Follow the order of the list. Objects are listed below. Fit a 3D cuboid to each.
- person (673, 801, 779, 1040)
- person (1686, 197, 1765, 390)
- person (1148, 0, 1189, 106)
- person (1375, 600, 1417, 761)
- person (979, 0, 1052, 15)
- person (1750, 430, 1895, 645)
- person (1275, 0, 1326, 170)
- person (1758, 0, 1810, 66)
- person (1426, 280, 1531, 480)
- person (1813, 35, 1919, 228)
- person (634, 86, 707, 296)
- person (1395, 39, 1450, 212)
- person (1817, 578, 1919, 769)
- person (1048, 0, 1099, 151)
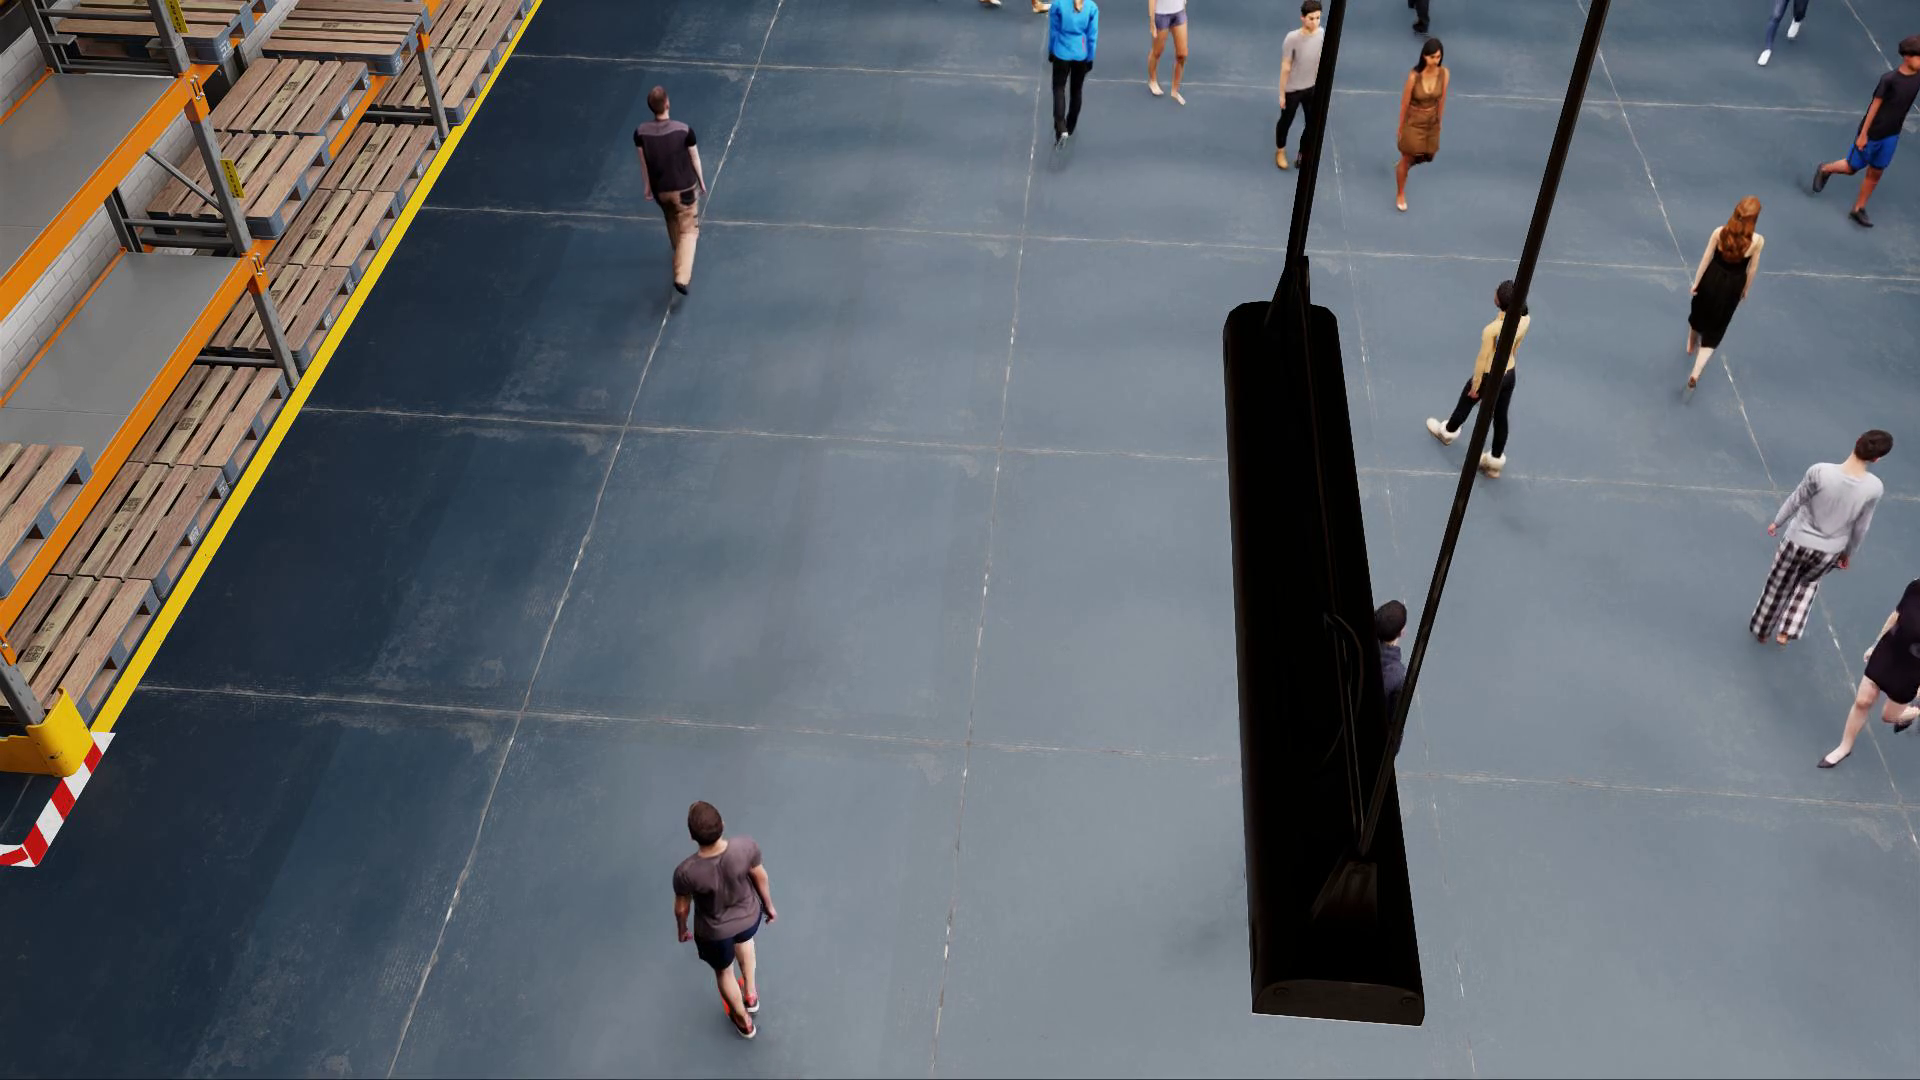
[{"bbox_3d":[-1.203,2.081,8.821,0.816,1.838,0.856,-24,48,-23],"label":"person"},{"bbox_3d":[6.038,-1.952,13.232,0.836,1.593,1.107,20,47,19],"label":"person"},{"bbox_3d":[2.033,-5.255,16.612,0.793,1.712,0.911,-15,46,-15],"label":"person"},{"bbox_3d":[2.320,1.145,9.779,1.065,1.872,1.022,-28,50,-26],"label":"person"},{"bbox_3d":[0.478,-6.551,17.955,0.863,1.737,1.125,14,45,14],"label":"person"},{"bbox_3d":[5.626,0.073,10.938,0.763,1.825,0.801,11,45,11],"label":"person"},{"bbox_3d":[3.161,-4.293,15.608,0.736,1.705,0.848,-8,44,-8],"label":"person"},{"bbox_3d":[8.695,-5.819,17.207,0.916,1.709,1.113,24,49,23],"label":"person"},{"bbox_3d":[4.028,-1.162,12.377,0.871,1.628,1.058,-14,45,-14],"label":"person"},{"bbox_3d":[8.218,-3.727,14.961,0.784,1.779,1.086,-8,44,-8],"label":"person"},{"bbox_3d":[-2.447,-2.945,14.117,0.735,1.810,1.141,6,44,6],"label":"person"},{"bbox_3d":[4.137,-3.808,15.121,0.704,1.676,0.806,-9,44,-10],"label":"person"},{"bbox_3d":[5.862,0.738,10.248,0.938,1.814,0.966,-19,47,-19],"label":"person"},{"bbox_3d":[1.042,-4.552,15.826,0.607,1.779,0.975,4,44,5],"label":"person"}]
